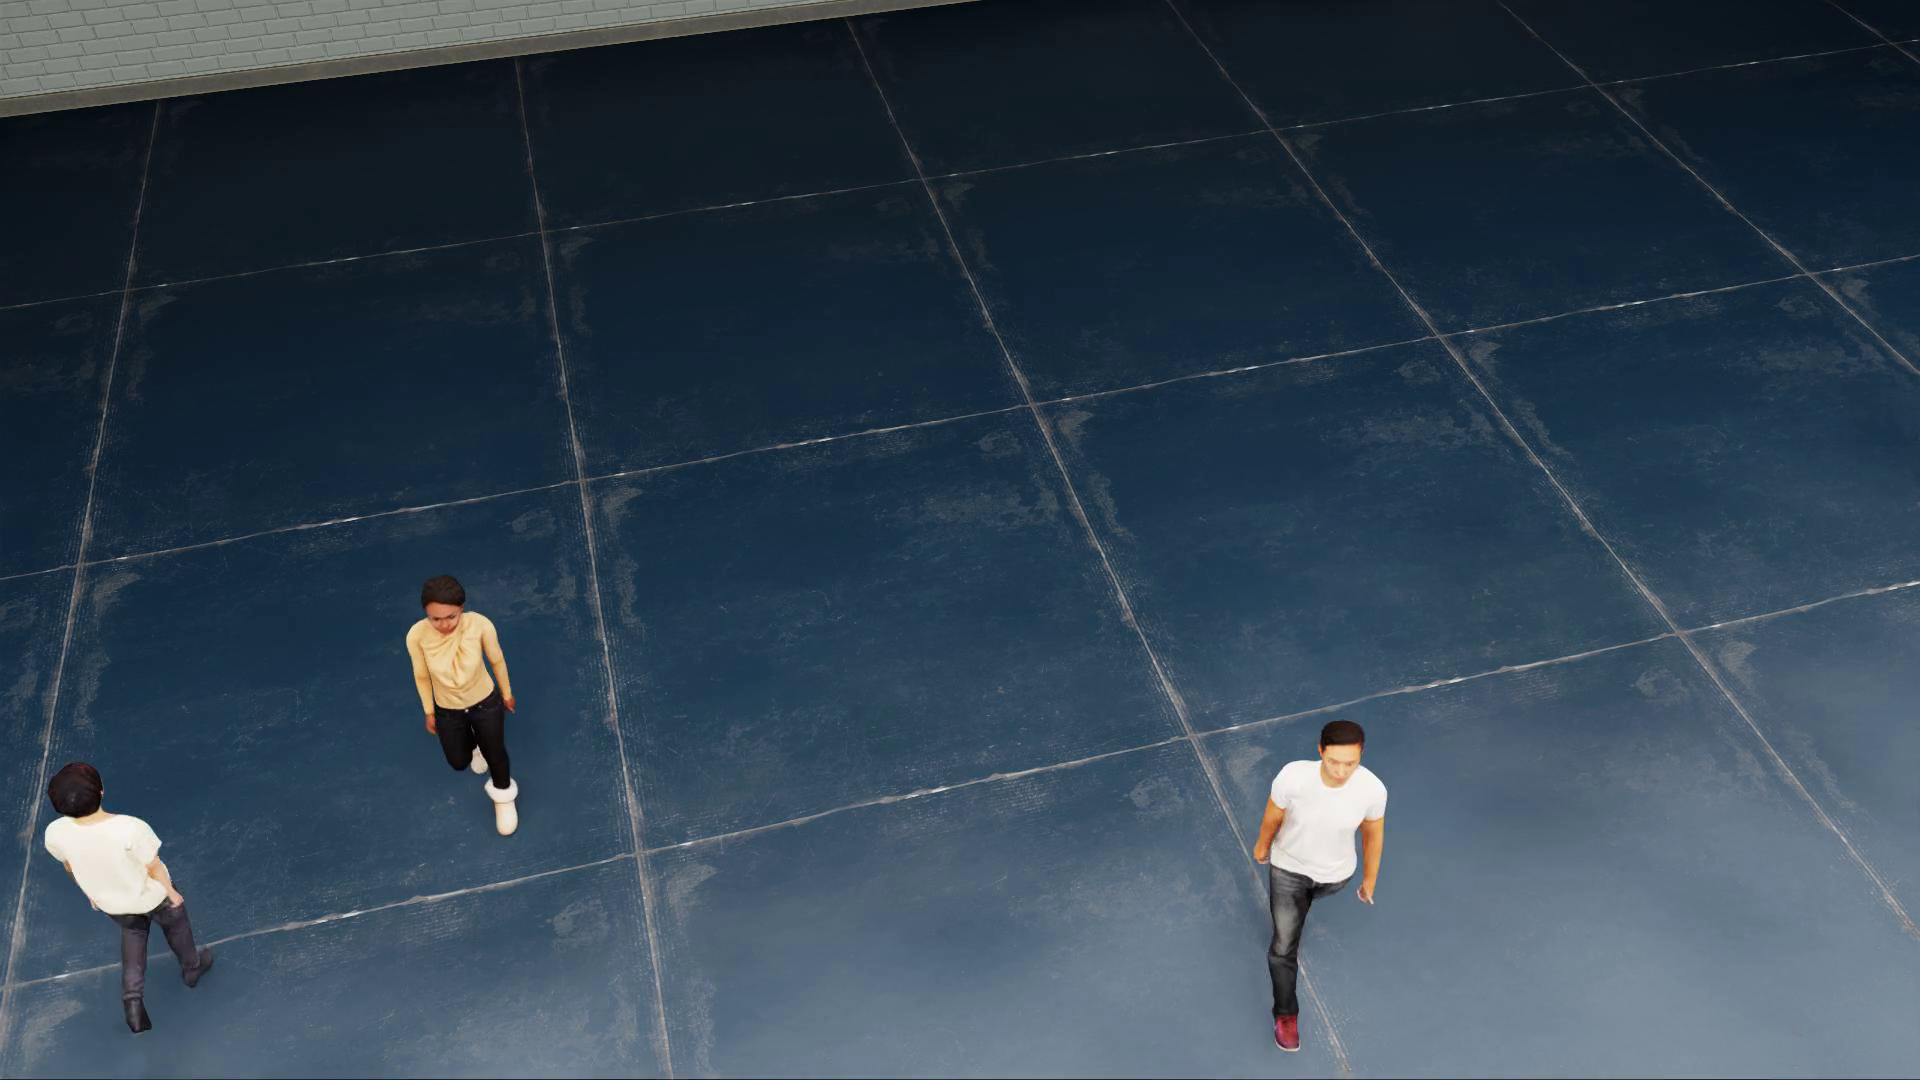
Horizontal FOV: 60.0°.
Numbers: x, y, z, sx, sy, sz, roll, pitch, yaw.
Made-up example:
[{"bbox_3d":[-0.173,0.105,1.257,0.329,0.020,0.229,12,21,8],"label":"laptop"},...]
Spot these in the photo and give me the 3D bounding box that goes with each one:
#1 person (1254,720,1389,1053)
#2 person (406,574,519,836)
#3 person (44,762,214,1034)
[{"bbox_3d":[1.580,1.363,7.438,0.890,1.759,1.203,2,43,2],"label":"person"},{"bbox_3d":[-2.429,0.743,8.185,0.599,1.646,0.790,-9,44,-9],"label":"person"},{"bbox_3d":[-3.657,1.606,7.314,0.686,1.572,0.860,-2,43,-3],"label":"person"}]
